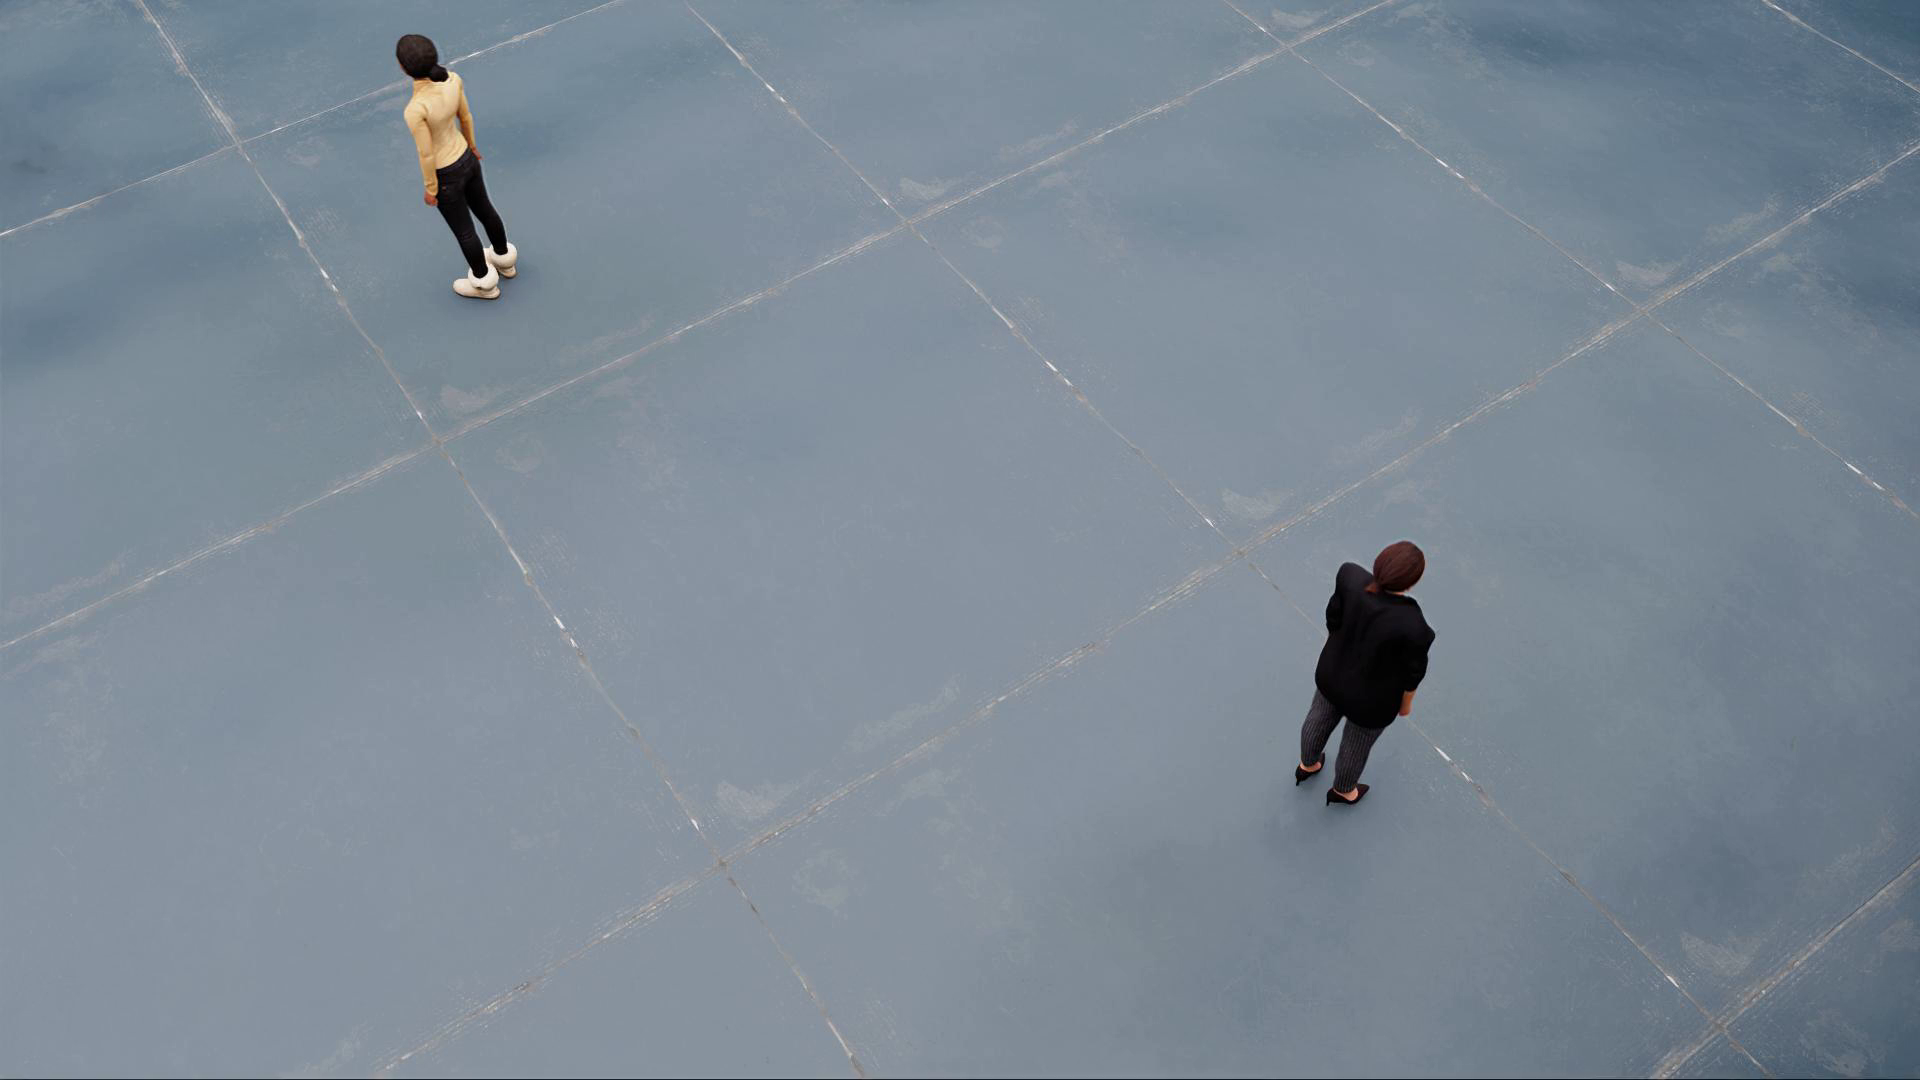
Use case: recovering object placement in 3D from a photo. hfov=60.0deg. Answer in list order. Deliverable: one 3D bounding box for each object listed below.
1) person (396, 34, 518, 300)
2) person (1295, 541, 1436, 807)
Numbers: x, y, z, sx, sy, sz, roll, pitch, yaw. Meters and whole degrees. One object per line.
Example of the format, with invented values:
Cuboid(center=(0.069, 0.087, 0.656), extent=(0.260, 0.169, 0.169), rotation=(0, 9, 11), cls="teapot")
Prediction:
Cuboid(center=(-2.714, -1.991, 8.905), extent=(0.695, 1.659, 0.685), rotation=(21, 55, 15), cls="person")
Cuboid(center=(1.652, 0.580, 6.876), extent=(0.709, 1.719, 0.525), rotation=(-34, 59, -23), cls="person")
